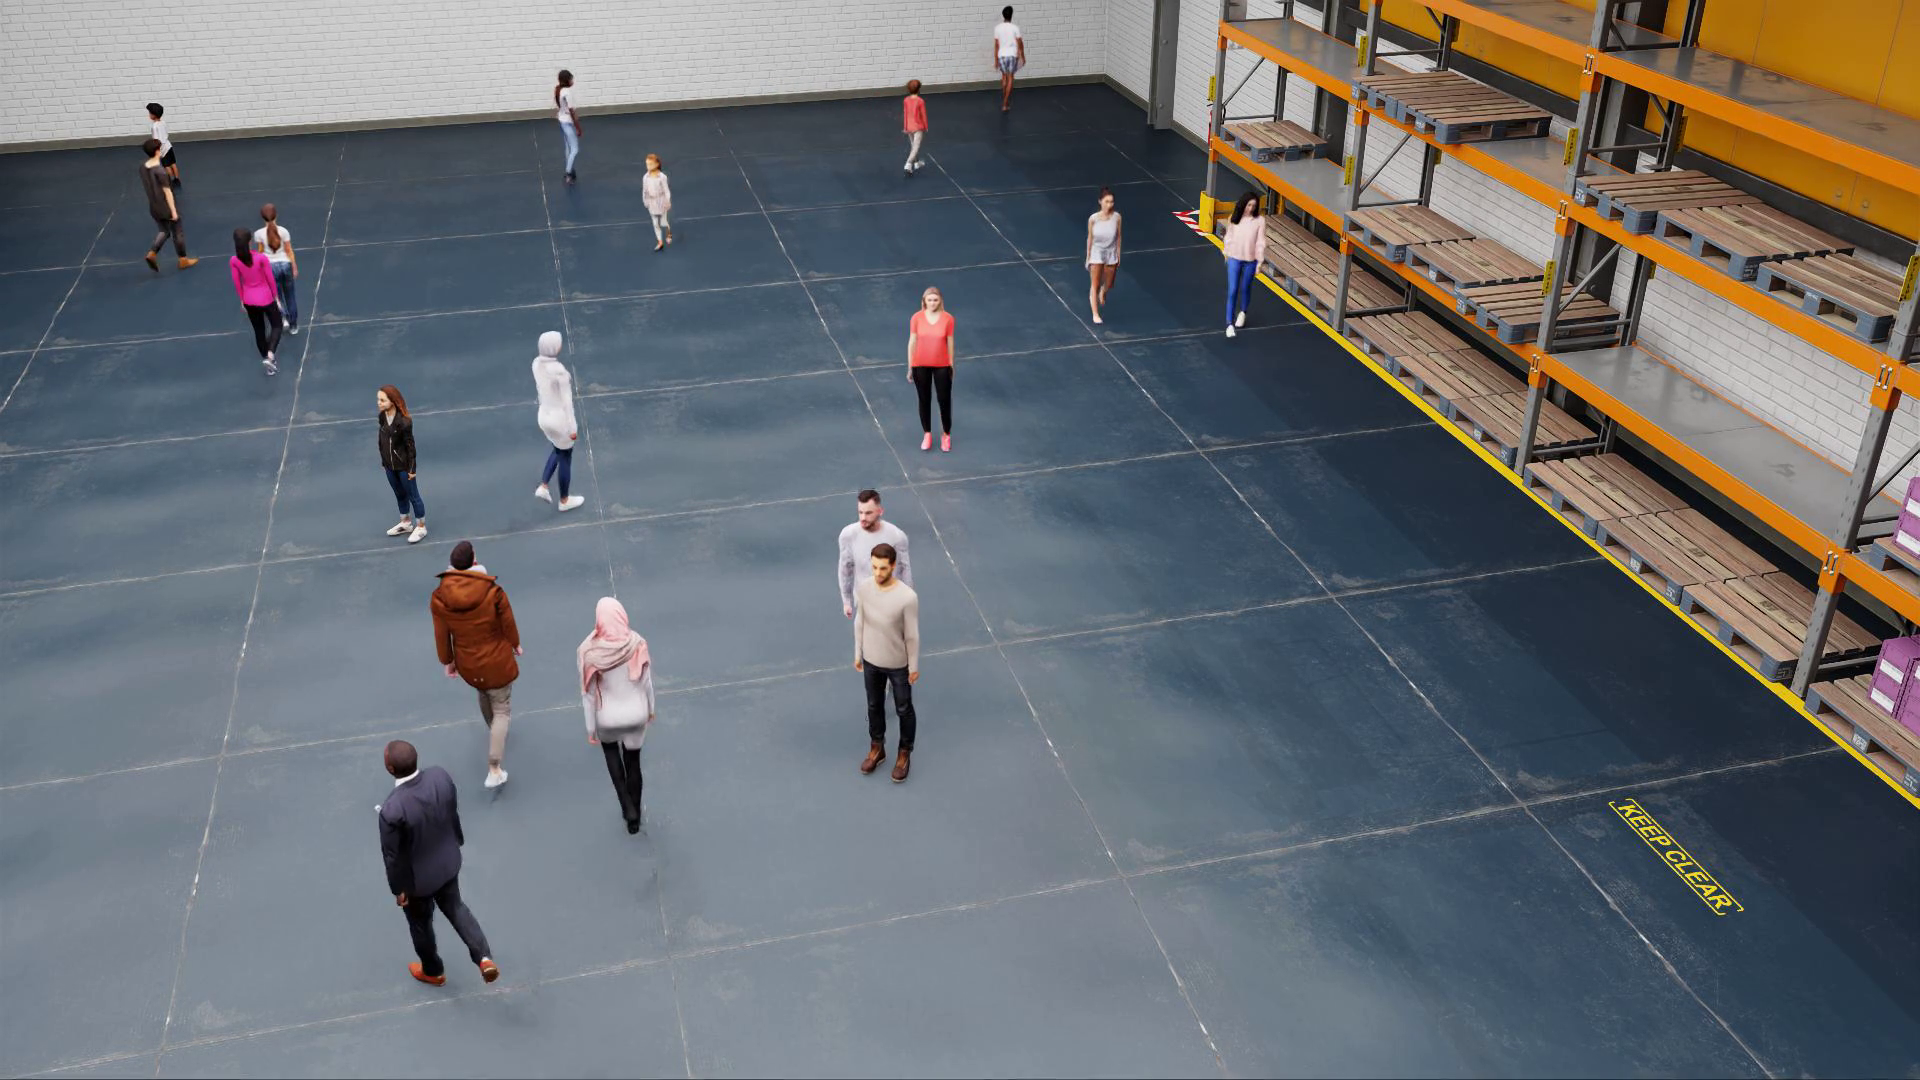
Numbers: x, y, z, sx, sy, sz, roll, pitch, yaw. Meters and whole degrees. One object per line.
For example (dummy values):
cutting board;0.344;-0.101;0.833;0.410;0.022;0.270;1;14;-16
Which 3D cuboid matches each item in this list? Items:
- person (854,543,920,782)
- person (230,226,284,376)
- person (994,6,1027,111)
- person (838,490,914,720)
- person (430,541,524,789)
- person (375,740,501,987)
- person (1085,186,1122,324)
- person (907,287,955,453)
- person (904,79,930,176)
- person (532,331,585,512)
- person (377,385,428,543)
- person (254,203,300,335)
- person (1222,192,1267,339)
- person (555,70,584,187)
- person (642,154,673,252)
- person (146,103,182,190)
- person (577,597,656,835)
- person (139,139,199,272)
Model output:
person;-0.508;0.829;11.714;0.735;1.866;0.767;11;31;20
person;-7.653;-2.563;18.115;0.675;1.691;0.806;-2;29;-4
person;0.816;-8.211;28.467;1.006;1.695;1.105;12;31;20
person;-0.609;0.392;12.587;1.035;1.796;1.219;6;29;12
person;-3.347;0.890;11.670;0.958;1.801;1.244;2;29;4
person;-3.059;1.946;9.726;1.082;1.809;0.999;19;34;31
person;1.680;-3.409;19.760;0.648;1.602;0.818;-3;29;-5
person;-0.284;-1.739;16.611;0.698;1.686;0.718;2;29;5
person;-0.703;-6.223;25.129;0.893;1.401;0.951;16;32;26
person;-3.779;-1.052;15.269;0.801;1.765;0.862;22;35;34
person;-5.025;-0.704;14.924;0.636;1.483;0.695;15;32;26
person;-7.897;-3.114;19.277;0.556;1.547;0.601;-9;30;-17
person;3.291;-3.243;19.333;1.013;1.719;1.197;10;30;18
person;-5.833;-6.164;24.710;0.849;1.698;0.609;-24;36;-36
person;-3.979;-4.491;22.061;0.662;1.298;0.718;8;30;14
person;-11.758;-5.824;24.545;0.607;1.259;0.513;3;29;6
person;-2.239;1.229;11.059;0.645;1.792;0.634;-9;30;-16
person;-10.202;-4.232;21.163;0.937;1.704;1.018;14;31;23
